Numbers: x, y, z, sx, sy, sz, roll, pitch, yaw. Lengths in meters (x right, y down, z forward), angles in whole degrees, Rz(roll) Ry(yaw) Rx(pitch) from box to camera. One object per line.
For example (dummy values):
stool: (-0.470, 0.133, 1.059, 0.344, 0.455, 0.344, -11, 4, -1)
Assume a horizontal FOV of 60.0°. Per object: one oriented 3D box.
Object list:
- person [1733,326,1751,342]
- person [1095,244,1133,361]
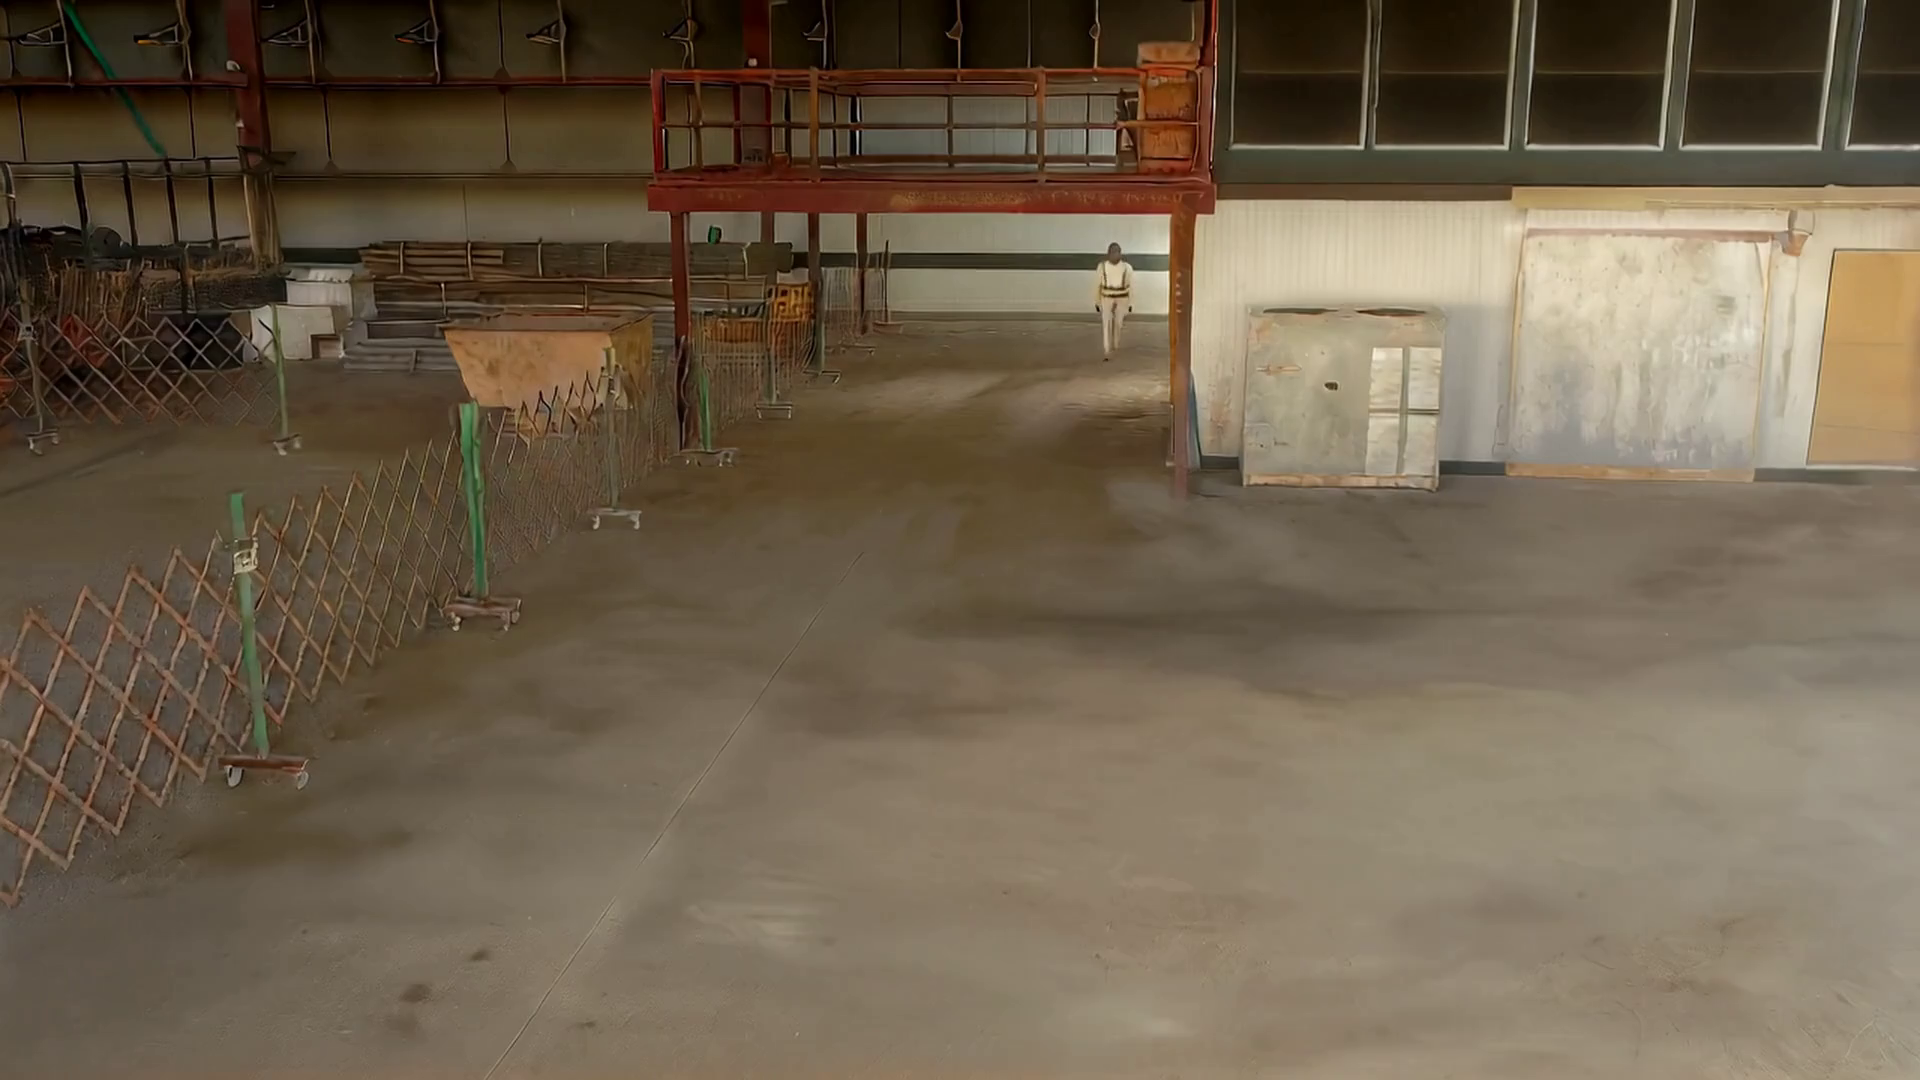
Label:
person: (12.790, -3.975, 27.133, 0.534, 1.868, 0.310, 6, 15, 24)
person: (2.452, -3.781, 26.454, 0.597, 1.826, 1.025, 1, 14, 6)
